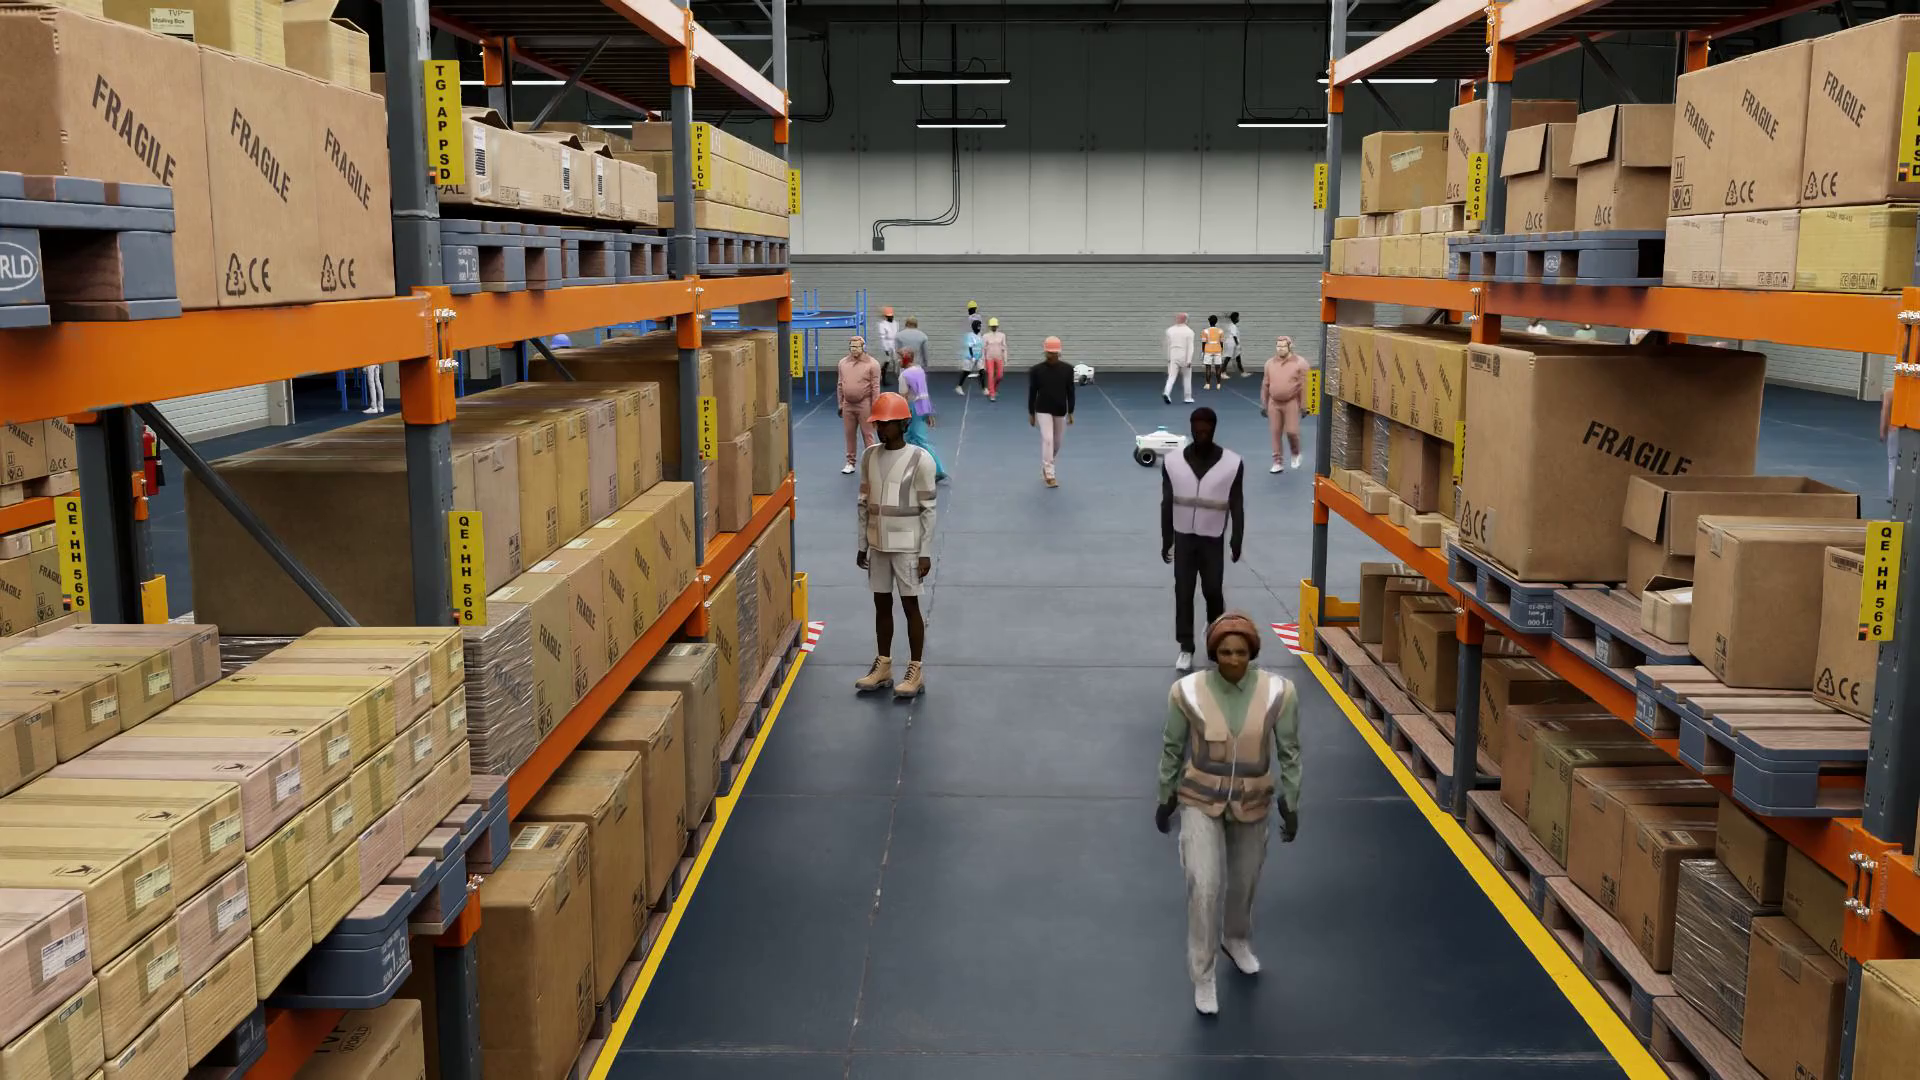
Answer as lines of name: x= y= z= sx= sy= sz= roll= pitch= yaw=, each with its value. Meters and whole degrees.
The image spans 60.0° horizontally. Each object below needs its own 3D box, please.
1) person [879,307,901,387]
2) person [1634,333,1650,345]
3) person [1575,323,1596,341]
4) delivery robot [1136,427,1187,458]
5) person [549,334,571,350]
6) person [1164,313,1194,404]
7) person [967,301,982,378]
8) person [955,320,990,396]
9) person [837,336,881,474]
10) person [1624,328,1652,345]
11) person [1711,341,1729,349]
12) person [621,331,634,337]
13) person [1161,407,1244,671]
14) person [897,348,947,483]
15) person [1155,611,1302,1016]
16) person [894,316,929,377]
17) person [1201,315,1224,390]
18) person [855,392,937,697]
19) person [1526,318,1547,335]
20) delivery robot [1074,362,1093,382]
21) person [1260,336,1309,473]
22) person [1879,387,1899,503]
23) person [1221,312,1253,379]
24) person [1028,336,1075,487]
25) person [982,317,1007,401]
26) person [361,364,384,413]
person: x=-1.611 y=-4.494 z=38.772 sx=0.590 sy=1.874 sz=0.967 roll=-7 pitch=12 yaw=-34
person: x=12.232 y=-2.904 z=29.956 sx=0.500 sy=1.633 sz=0.286 roll=-3 pitch=10 yaw=-17
person: x=14.621 y=-4.407 z=38.998 sx=0.507 sy=1.616 sz=0.574 roll=-1 pitch=10 yaw=-8
delivery robot: x=2.903 y=-1.393 z=23.976 sx=0.707 sy=0.478 sz=0.477 roll=0 pitch=10 yaw=-1
person: x=-5.416 y=-1.866 z=22.817 sx=0.615 sy=1.946 sz=0.404 roll=8 pitch=13 yaw=41
person: x=4.520 y=-3.747 z=34.301 sx=0.637 sy=1.878 sz=0.913 roll=7 pitch=12 yaw=34
person: x=0.340 y=-5.088 z=42.159 sx=0.386 sy=1.927 sz=0.589 roll=5 pitch=11 yaw=26
person: x=0.278 y=-3.972 z=36.304 sx=0.885 sy=1.657 sz=0.532 roll=8 pitch=12 yaw=38
person: x=-1.407 y=-1.853 z=22.887 sx=0.635 sy=1.899 sz=0.399 roll=4 pitch=10 yaw=24
person: x=14.194 y=-3.940 z=35.073 sx=0.702 sy=2.000 sz=0.904 roll=-9 pitch=13 yaw=-43
person: x=9.943 y=-1.710 z=22.119 sx=0.947 sy=1.872 sz=0.657 roll=9 pitch=13 yaw=42
person: x=-5.190 y=-2.364 z=26.164 sx=0.661 sy=1.815 sz=0.783 roll=-3 pitch=10 yaw=-20
person: x=1.762 y=-0.042 z=12.056 sx=0.587 sy=1.897 sz=0.644 roll=3 pitch=10 yaw=16
person: x=-0.561 y=-1.650 z=21.993 sx=0.941 sy=1.792 sz=0.584 roll=4 pitch=10 yaw=22
person: x=1.048 y=1.021 z=6.604 sx=0.564 sy=1.586 sz=0.634 roll=0 pitch=9 yaw=1
person: x=-0.913 y=-3.275 z=31.386 sx=0.650 sy=1.895 sz=0.954 roll=0 pitch=9 yaw=0
person: x=5.781 y=-4.294 z=38.094 sx=0.536 sy=1.696 sz=0.322 roll=-1 pitch=10 yaw=-8
person: x=-0.452 y=0.028 z=11.170 sx=0.615 sy=2.043 sz=0.373 roll=6 pitch=11 yaw=34
person: x=12.498 y=-4.019 z=35.978 sx=0.540 sy=1.863 sz=0.582 roll=-4 pitch=10 yaw=-23
delivery robot: x=2.880 y=-3.998 z=39.583 sx=0.477 sy=0.478 sz=0.707 roll=6 pitch=12 yaw=34
person: x=4.472 y=-1.874 z=22.995 sx=0.678 sy=1.894 sz=0.436 roll=6 pitch=11 yaw=30
person: x=11.324 y=-1.295 z=19.932 sx=0.545 sy=1.752 sz=0.445 roll=3 pitch=10 yaw=15
person: x=6.900 y=-4.836 z=41.455 sx=0.857 sy=1.658 sz=0.542 roll=2 pitch=10 yaw=13
person: x=1.177 y=-1.711 z=21.848 sx=0.604 sy=1.961 sz=0.856 roll=-2 pitch=10 yaw=-13
person: x=0.705 y=-3.818 z=35.054 sx=0.533 sy=1.755 sz=0.522 roll=-2 pitch=10 yaw=-12
person: x=-11.397 y=-3.393 z=32.181 sx=0.328 sy=1.872 sz=0.514 roll=3 pitch=10 yaw=15
